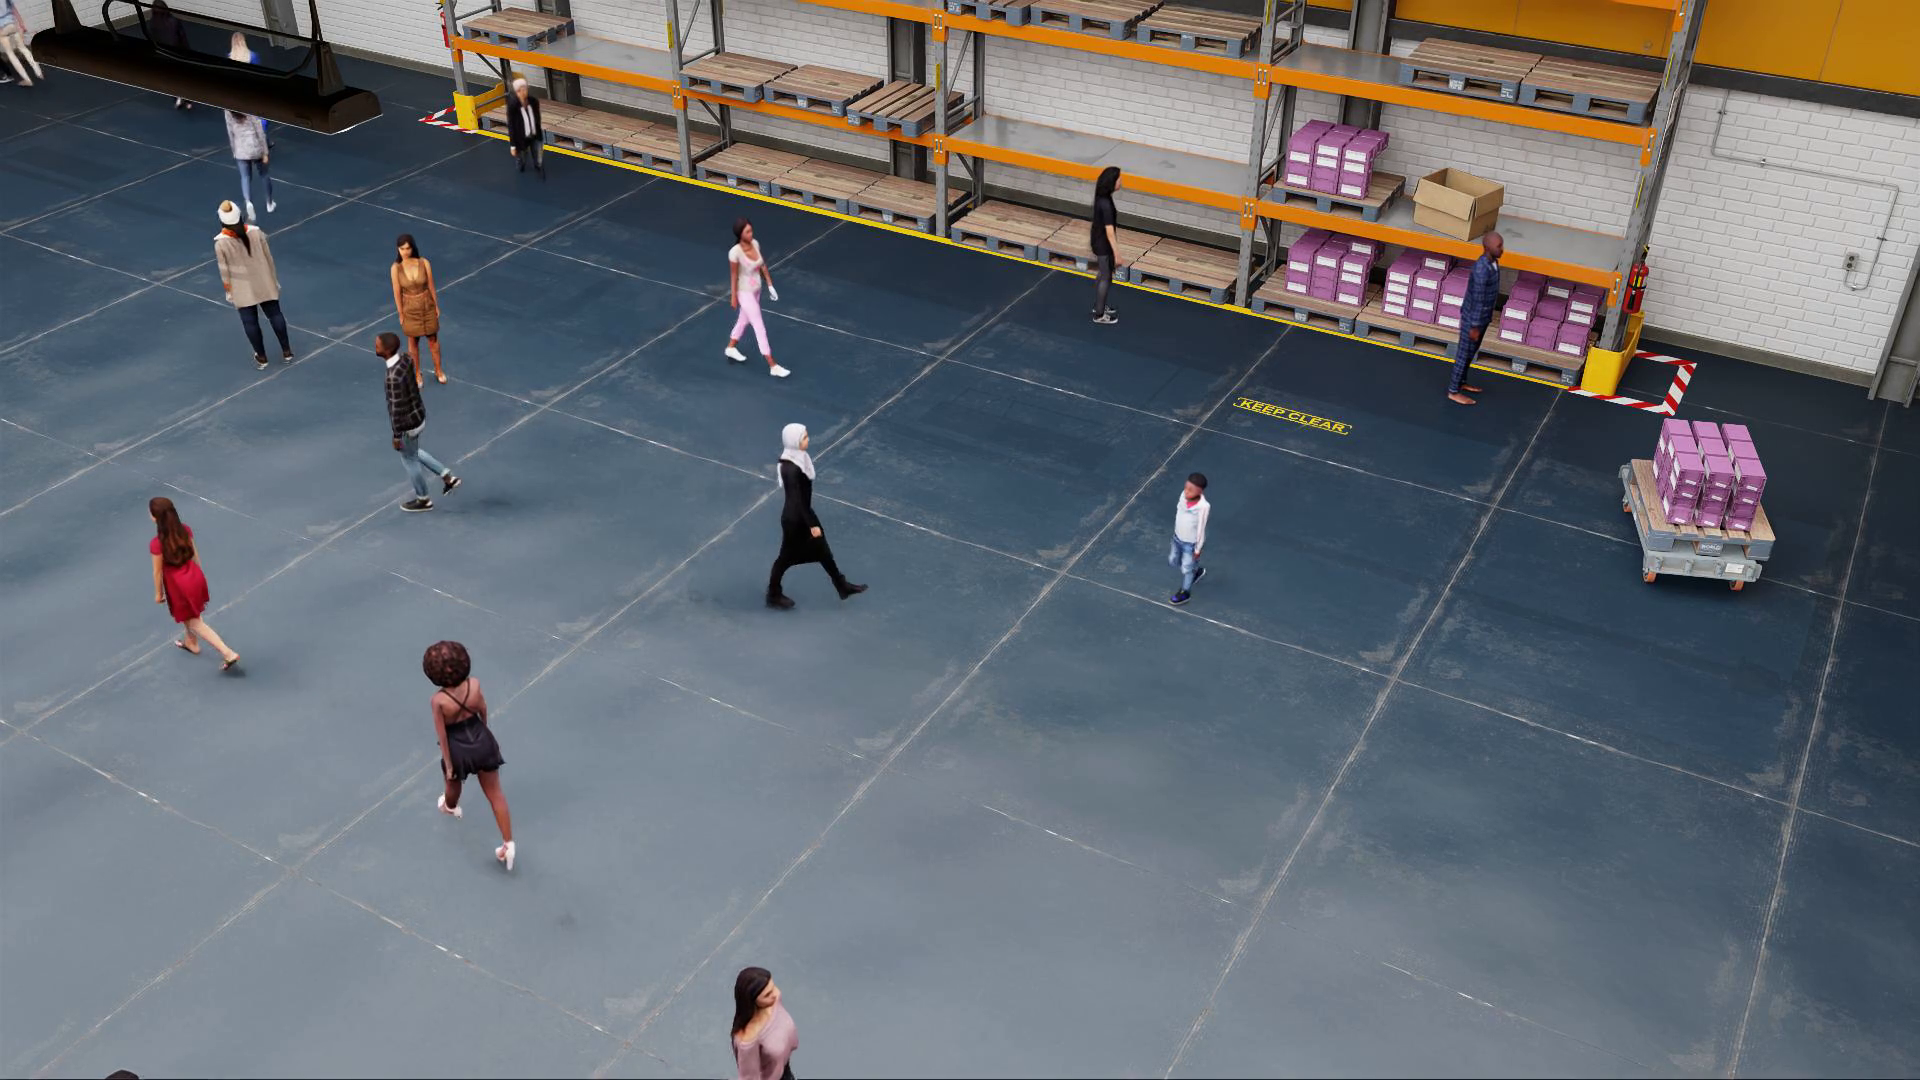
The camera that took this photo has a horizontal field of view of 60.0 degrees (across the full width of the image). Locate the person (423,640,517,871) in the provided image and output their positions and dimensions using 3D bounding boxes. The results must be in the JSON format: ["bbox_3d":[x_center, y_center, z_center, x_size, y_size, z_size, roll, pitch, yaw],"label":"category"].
[{"bbox_3d":[-3.272,1.502,11.267,0.806,1.738,1.170,-27,42,-34],"label":"person"}]

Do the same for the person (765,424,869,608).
[{"bbox_3d":[-1.420,-0.144,13.743,1.187,1.738,0.924,2,34,4],"label":"person"}]

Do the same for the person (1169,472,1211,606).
[{"bbox_3d":[1.981,-0.045,14.031,0.694,1.255,0.665,-19,38,-26],"label":"person"}]

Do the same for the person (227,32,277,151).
[{"bbox_3d":[-9.672,-6.047,22.674,1.016,1.682,0.937,2,34,4],"label":"person"}]

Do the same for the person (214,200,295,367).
[{"bbox_3d":[-7.428,-2.698,17.449,0.865,1.889,0.910,-16,37,-23],"label":"person"}]

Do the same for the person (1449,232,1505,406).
[{"bbox_3d":[5.252,-2.283,16.888,0.570,1.818,0.647,16,37,23],"label":"person"}]

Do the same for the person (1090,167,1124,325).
[{"bbox_3d":[1.541,-3.261,18.353,0.805,1.825,0.783,-4,34,-6],"label":"person"}]

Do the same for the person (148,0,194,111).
[{"bbox_3d":[-11.452,-7.036,24.229,0.805,1.608,0.847,-16,37,-22],"label":"person"}]

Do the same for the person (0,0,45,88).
[{"bbox_3d":[-14.359,-7.711,25.070,0.810,1.801,0.651,-23,40,-30],"label":"person"}]

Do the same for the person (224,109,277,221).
[{"bbox_3d":[-8.911,-4.832,20.826,1.022,1.705,1.060,-6,34,-9],"label":"person"}]

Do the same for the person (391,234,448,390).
[{"bbox_3d":[-5.576,-2.366,17.132,0.645,1.686,0.668,-16,37,-23],"label":"person"}]

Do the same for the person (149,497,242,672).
[{"bbox_3d":[-6.097,0.367,13.159,1.033,1.533,0.622,13,36,18],"label":"person"}]

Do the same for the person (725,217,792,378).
[{"bbox_3d":[-2.270,-2.570,17.434,1.123,1.692,0.564,17,37,24],"label":"person"}]

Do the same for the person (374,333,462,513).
[{"bbox_3d":[-4.903,-1.060,15.056,0.966,1.811,0.883,1,34,1],"label":"person"}]

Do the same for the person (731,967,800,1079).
[{"bbox_3d":[-1.147,2.964,9.034,1.140,1.775,0.731,12,36,18],"label":"person"}]

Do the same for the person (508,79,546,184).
[{"bbox_3d":[-5.831,-5.342,22.270,1.147,1.733,1.258,-17,37,-24],"label":"person"}]
